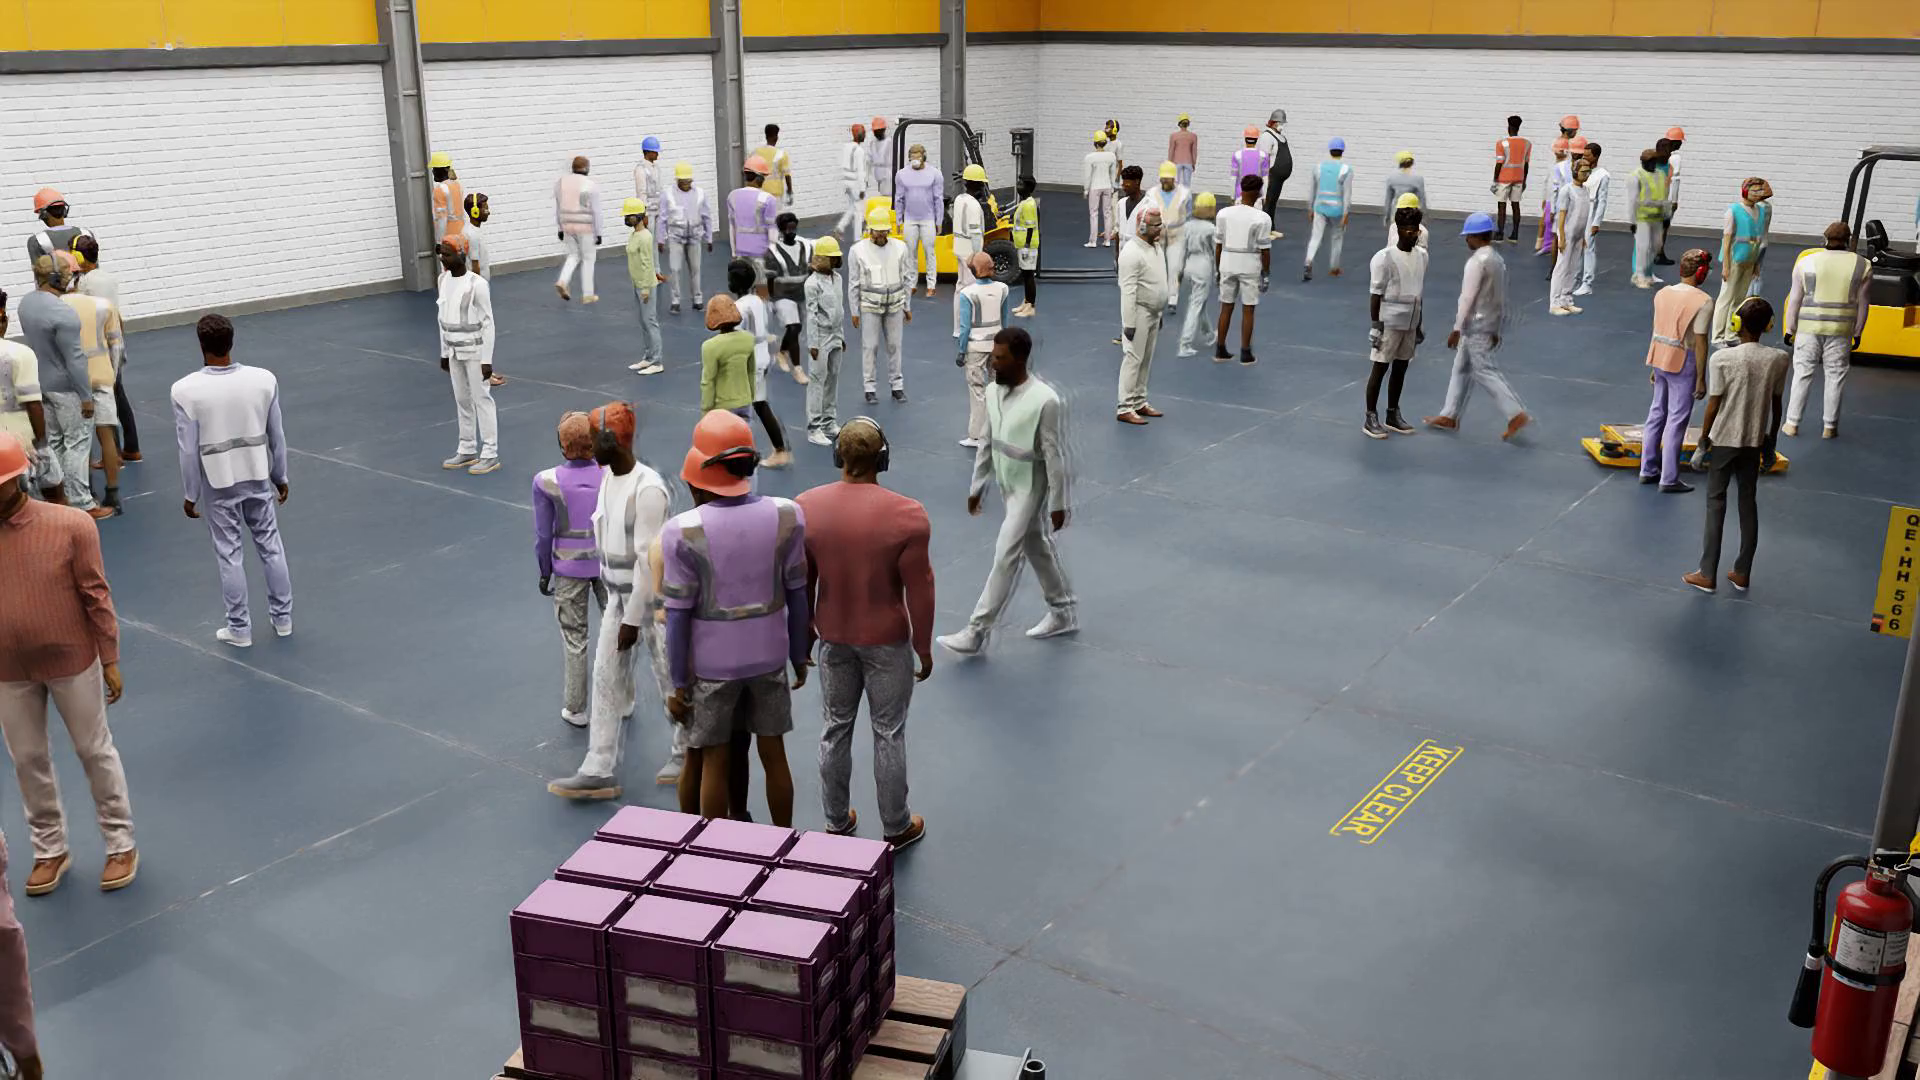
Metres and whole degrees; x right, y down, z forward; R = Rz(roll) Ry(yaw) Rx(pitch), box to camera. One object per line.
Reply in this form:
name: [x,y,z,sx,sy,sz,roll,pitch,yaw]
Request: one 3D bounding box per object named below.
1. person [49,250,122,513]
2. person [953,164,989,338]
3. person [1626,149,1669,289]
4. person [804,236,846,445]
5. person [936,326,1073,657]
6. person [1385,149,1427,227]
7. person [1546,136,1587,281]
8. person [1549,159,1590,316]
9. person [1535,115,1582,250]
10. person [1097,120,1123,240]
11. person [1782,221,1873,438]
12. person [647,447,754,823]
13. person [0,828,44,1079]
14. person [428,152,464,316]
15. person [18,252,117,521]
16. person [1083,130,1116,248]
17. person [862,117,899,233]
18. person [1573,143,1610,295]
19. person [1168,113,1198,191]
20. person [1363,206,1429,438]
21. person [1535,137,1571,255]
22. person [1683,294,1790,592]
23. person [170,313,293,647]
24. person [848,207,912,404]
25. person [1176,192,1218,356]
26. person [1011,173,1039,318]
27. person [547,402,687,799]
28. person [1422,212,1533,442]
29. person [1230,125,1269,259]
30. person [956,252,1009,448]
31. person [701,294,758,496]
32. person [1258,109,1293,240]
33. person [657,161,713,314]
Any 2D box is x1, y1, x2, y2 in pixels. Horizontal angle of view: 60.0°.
person: [-6.422,-1.172,12.179,0.548,1.883,0.946,-12,21,-32]
person: [0.120,-3.148,18.290,0.381,1.923,0.591,-6,19,-19]
person: [9.013,-4.209,21.832,0.713,1.812,0.465,-10,20,-28]
person: [-1.107,-1.681,13.995,0.314,1.743,0.493,9,20,26]
person: [0.261,-0.275,9.397,1.006,1.860,0.613,-10,21,-30]
person: [5.976,-4.357,22.354,0.551,1.766,0.331,16,24,41]
person: [8.200,-4.439,22.321,0.542,1.930,0.366,5,19,16]
person: [7.320,-3.612,19.872,0.508,1.846,0.345,-13,22,-36]
person: [9.030,-5.338,24.993,0.431,2.029,0.616,-3,18,-10]
person: [2.401,-5.711,26.394,0.328,1.873,0.519,-6,19,-17]
person: [7.358,-1.782,14.164,0.621,1.838,0.429,7,19,22]
person: [-0.991,0.510,6.854,0.391,1.927,0.546,15,23,38]
person: [-2.727,1.374,4.217,0.373,1.901,0.776,11,21,30]
person: [-6.086,-3.629,19.792,0.363,1.928,0.587,2,18,6]
person: [-6.344,-1.064,11.773,0.639,1.928,0.374,12,21,33]
person: [2.133,-5.369,25.489,0.525,1.772,0.309,-7,19,-21]
person: [-1.274,-5.830,26.748,0.560,1.875,1.015,16,24,40]
person: [8.030,-4.111,21.314,0.392,1.920,0.593,-6,19,-17]
person: [3.975,-6.735,29.788,0.532,1.756,0.344,-3,18,-9]
person: [3.734,-1.857,14.185,0.613,1.963,0.362,-10,21,-30]
person: [8.805,-5.048,24.532,0.359,1.753,0.582,-10,20,-28]
person: [4.843,-0.592,10.386,0.534,1.868,0.310,-1,18,-3]
person: [-4.130,-0.333,9.498,0.598,1.915,0.378,-16,24,-41]
person: [-0.735,-2.162,15.387,0.601,1.817,0.403,-7,19,-20]
person: [2.599,-2.838,17.701,0.907,1.692,0.495,-15,23,-38]
person: [0.776,-3.494,19.735,0.316,1.700,0.541,-1,18,-4]
person: [-1.571,0.301,7.635,0.839,1.841,0.565,-17,24,-42]
person: [4.490,-1.803,14.133,0.927,1.906,0.663,11,21,32]
person: [4.191,-5.035,24.171,0.547,1.938,0.377,2,18,7]
person: [0.192,-1.578,13.842,0.514,1.640,0.310,-14,22,-36]
person: [-1.645,-0.936,11.858,0.294,1.625,0.502,13,22,36]
person: [5.015,-5.812,26.436,0.536,2.000,0.676,10,20,29]
person: [-3.291,-3.616,19.933,0.664,1.819,0.422,-7,19,-20]
